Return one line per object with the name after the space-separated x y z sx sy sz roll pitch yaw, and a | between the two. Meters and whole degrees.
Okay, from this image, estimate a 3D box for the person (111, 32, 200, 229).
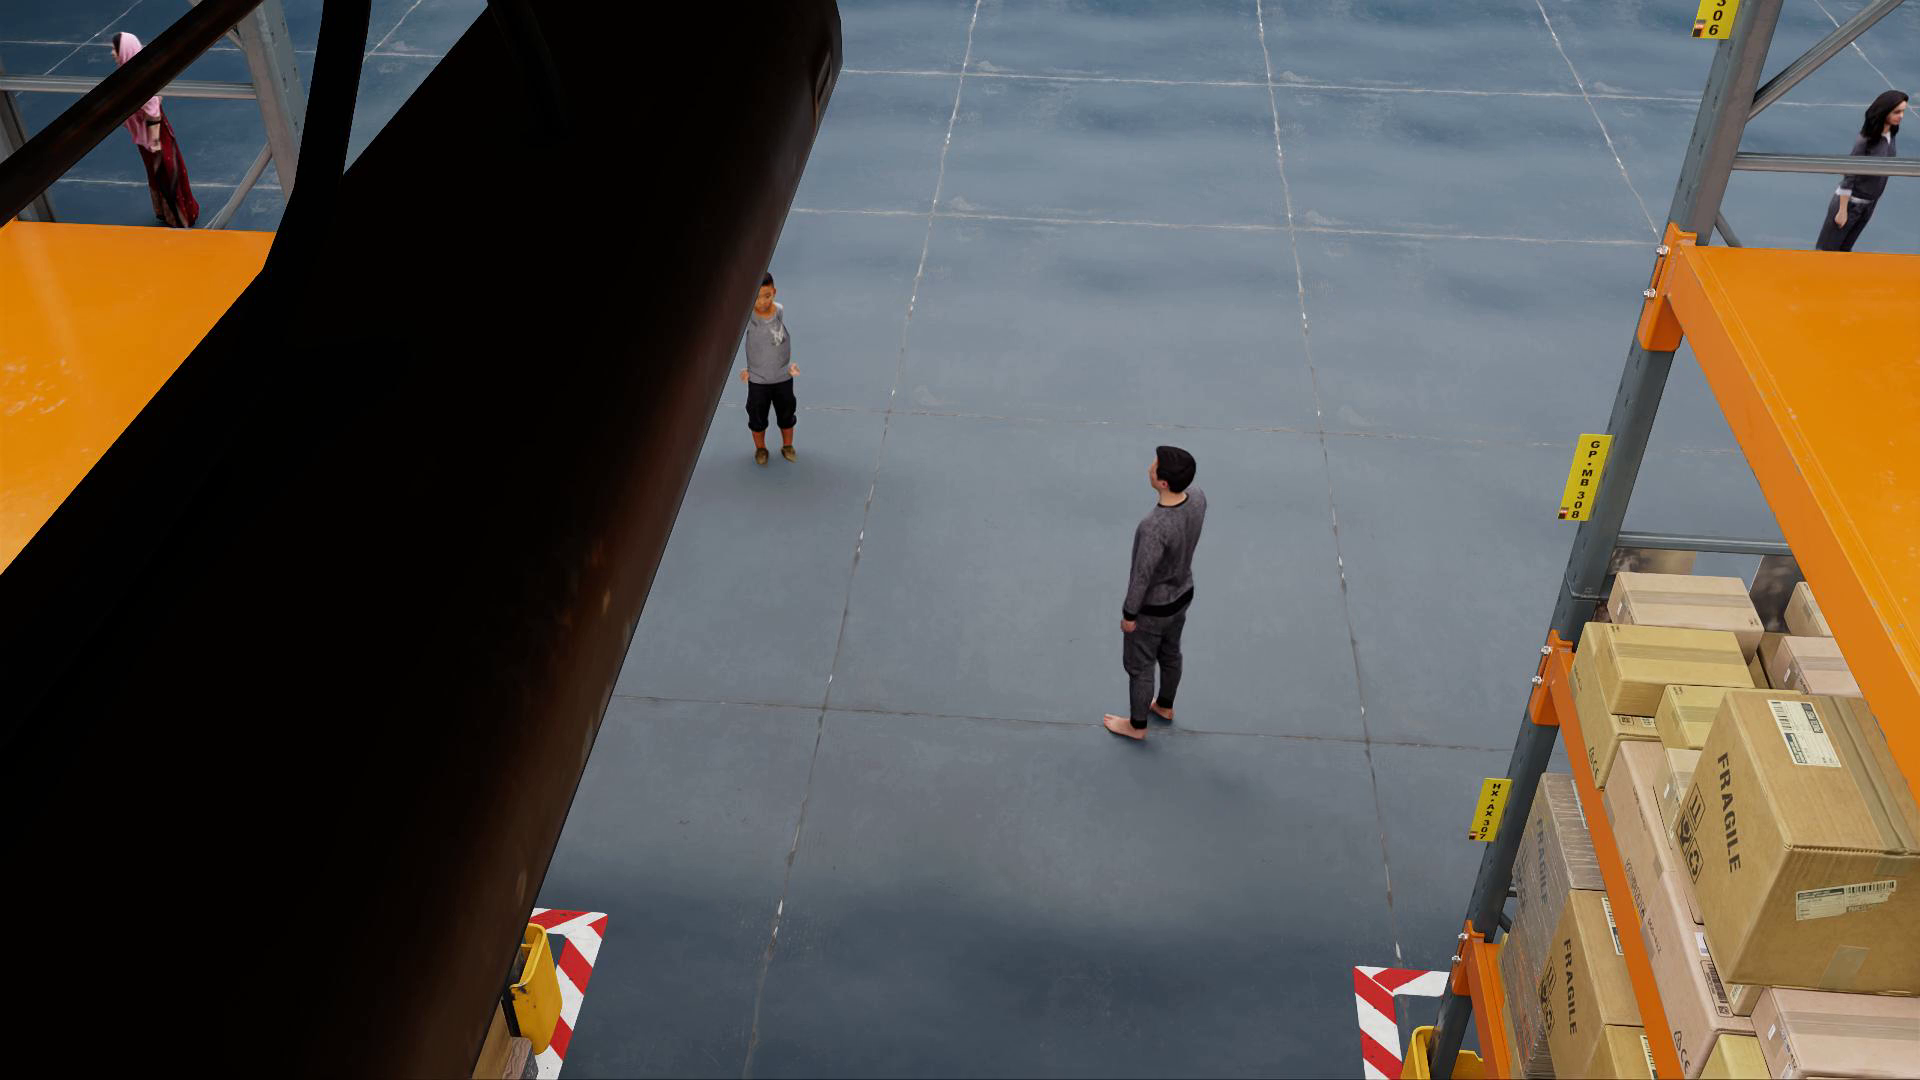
-6.491 -3.288 13.371 0.825 1.638 0.748 -23 44 -26 | person

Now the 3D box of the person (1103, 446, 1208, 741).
1.070 0.283 8.640 0.838 1.843 0.741 28 46 31 | person

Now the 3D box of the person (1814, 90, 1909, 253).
6.552 -2.462 12.211 0.672 1.766 0.712 -23 44 -27 | person

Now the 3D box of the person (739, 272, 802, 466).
-1.245 -1.154 10.794 0.617 1.452 0.608 -10 39 -13 | person
